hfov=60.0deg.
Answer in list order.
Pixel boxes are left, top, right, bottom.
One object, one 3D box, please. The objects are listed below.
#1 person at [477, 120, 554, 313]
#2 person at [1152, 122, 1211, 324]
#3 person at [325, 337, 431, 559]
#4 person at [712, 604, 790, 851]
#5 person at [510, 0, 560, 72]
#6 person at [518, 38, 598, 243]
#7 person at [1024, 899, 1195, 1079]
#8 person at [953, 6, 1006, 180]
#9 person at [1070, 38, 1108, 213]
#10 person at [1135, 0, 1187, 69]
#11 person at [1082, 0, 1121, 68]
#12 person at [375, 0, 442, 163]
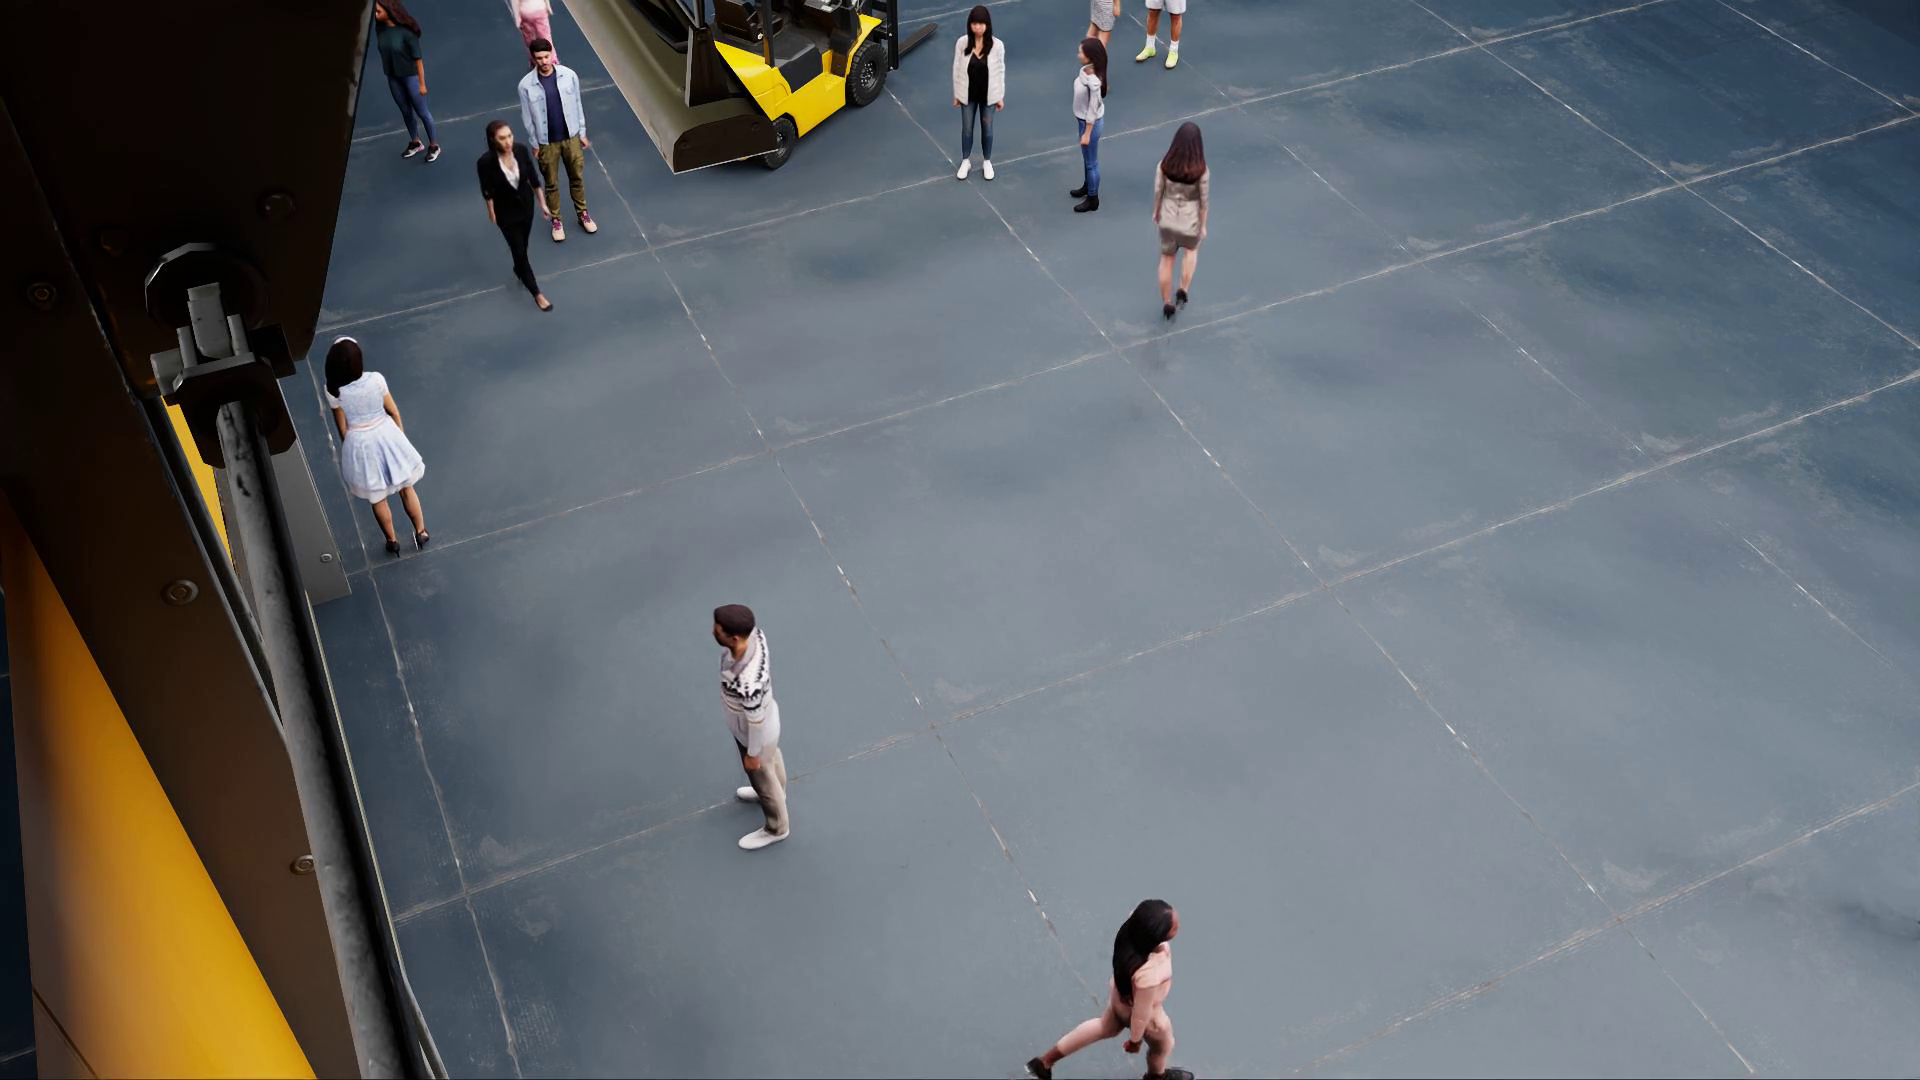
[{"bbox_3d":[-3.681,-2.728,13.605,0.803,1.627,1.072,-34,53,-30],"label":"person"},{"bbox_3d":[1.730,-2.473,13.264,0.773,1.728,0.831,13,45,13],"label":"person"},{"bbox_3d":[-3.942,-0.612,11.244,0.681,1.818,0.701,-17,46,-17],"label":"person"},{"bbox_3d":[-1.170,1.035,9.485,0.808,1.860,0.631,-4,44,-4],"label":"person"},{"bbox_3d":[-4.174,-5.157,16.298,0.584,1.428,0.915,-21,47,-20],"label":"person"},{"bbox_3d":[-3.445,-3.435,14.213,0.667,1.812,0.545,-18,47,-18],"label":"person"},{"bbox_3d":[0.786,2.318,8.261,0.947,1.691,1.156,-5,44,-5],"label":"person"},{"bbox_3d":[0.171,-4.033,14.966,0.702,1.638,0.713,3,44,3],"label":"person"},{"bbox_3d":[1.146,-3.650,14.567,0.730,1.633,0.583,-2,44,-2],"label":"person"},{"bbox_3d":[2.068,-5.600,16.466,0.698,1.838,0.781,19,47,19],"label":"person"},{"bbox_3d":[1.381,-5.228,16.091,0.666,1.816,0.502,-14,45,-14],"label":"person"},{"bbox_3d":[-5.063,-4.234,15.195,0.705,1.614,0.770,15,46,15],"label":"person"}]
